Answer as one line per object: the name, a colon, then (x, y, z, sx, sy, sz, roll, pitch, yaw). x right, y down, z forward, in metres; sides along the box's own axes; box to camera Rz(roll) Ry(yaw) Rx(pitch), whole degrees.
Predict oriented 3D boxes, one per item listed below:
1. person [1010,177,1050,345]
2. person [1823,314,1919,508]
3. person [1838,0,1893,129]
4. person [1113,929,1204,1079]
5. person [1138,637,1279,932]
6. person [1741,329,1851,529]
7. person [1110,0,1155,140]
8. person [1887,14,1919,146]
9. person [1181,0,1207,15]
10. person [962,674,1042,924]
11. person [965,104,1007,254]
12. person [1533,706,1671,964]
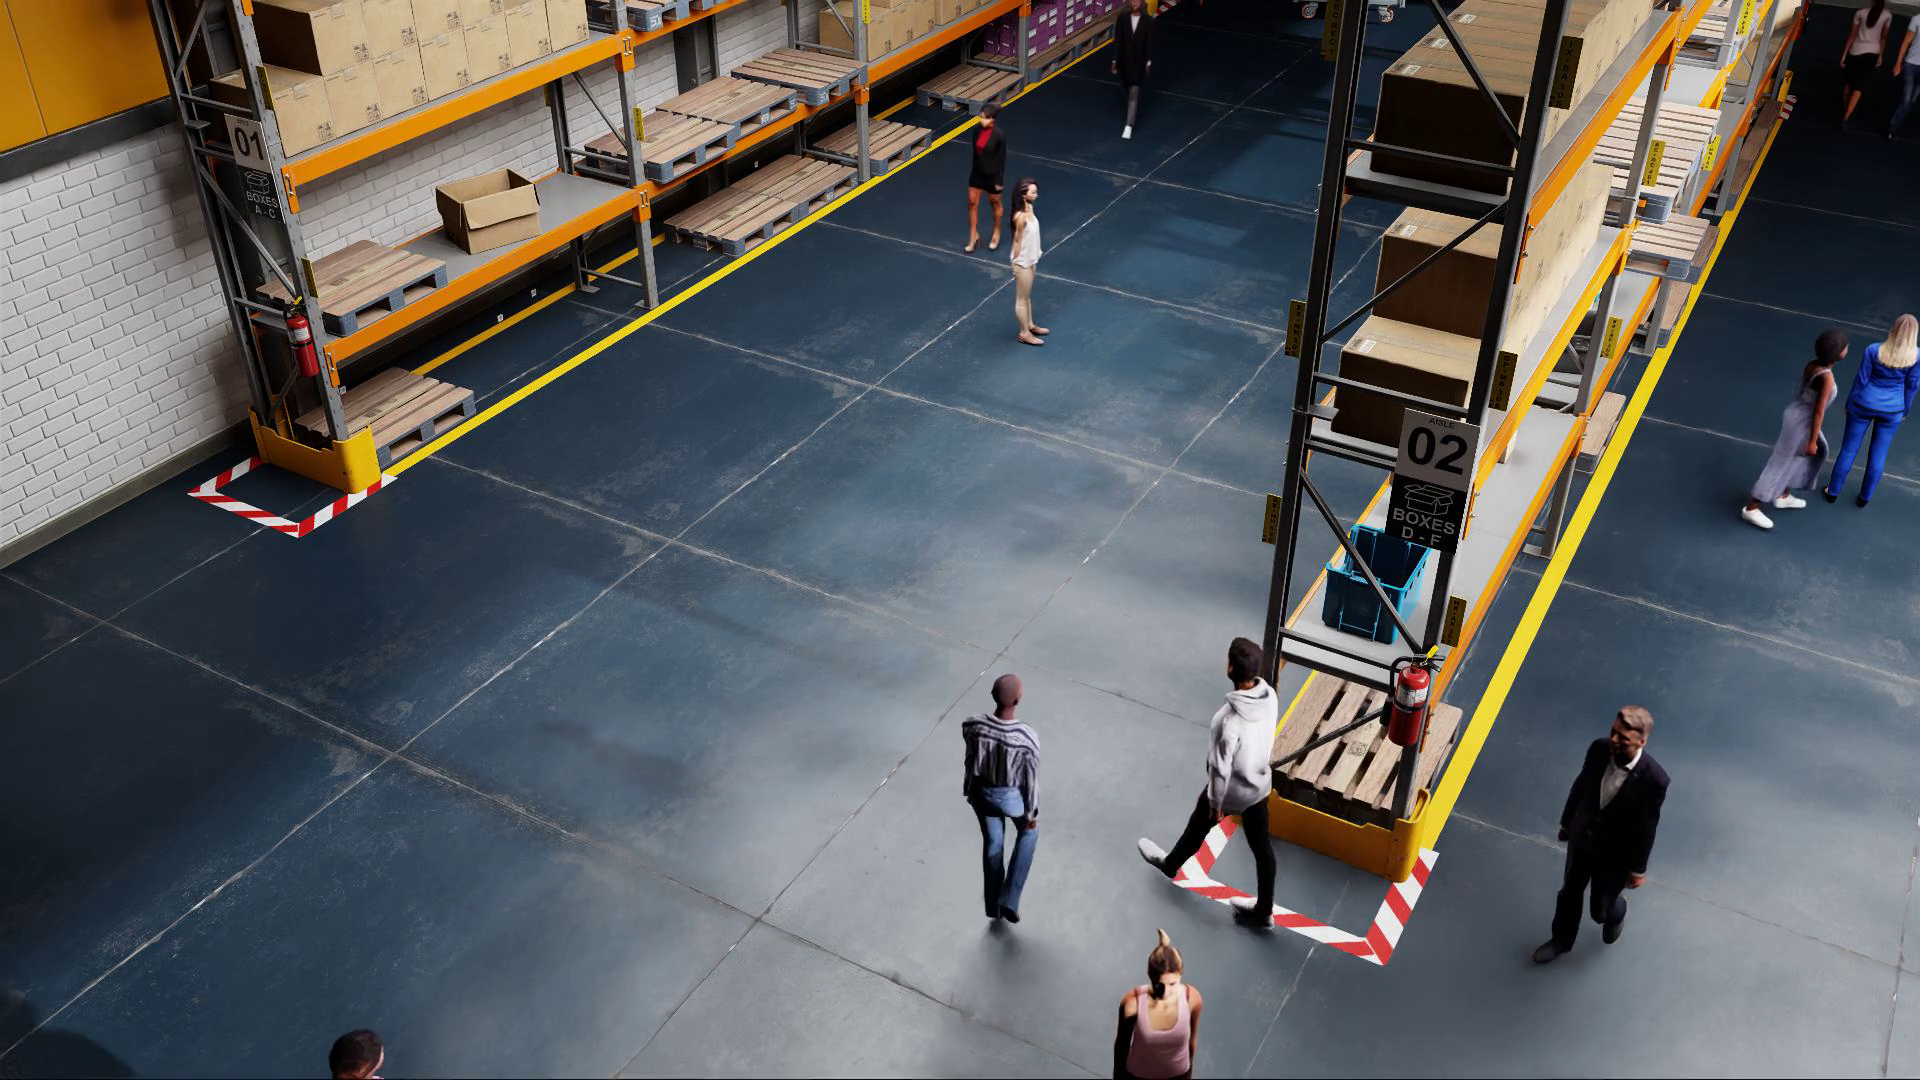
person: (0.601, -2.678, 15.898, 0.679, 1.653, 0.627, -6, 34, -9)
person: (7.383, -1.042, 13.394, 0.647, 1.701, 0.590, 12, 36, 18)
person: (11.339, -6.027, 20.902, 0.785, 1.692, 1.157, 12, 35, 17)
person: (0.938, 2.525, 8.100, 0.889, 1.620, 1.085, 0, 34, -1)
person: (1.684, 1.452, 9.487, 0.946, 1.871, 1.190, 28, 43, 35)
person: (6.614, -0.898, 13.202, 0.808, 1.672, 0.785, 12, 36, 18)
person: (2.168, -5.991, 20.820, 0.851, 1.722, 1.235, 9, 35, 13)
person: (11.767, -5.867, 20.519, 0.793, 1.849, 0.857, 0, 34, 0)
person: (3.475, -8.877, 25.186, 1.068, 1.696, 1.199, -7, 34, -10)
person: (0.207, 1.547, 9.423, 0.694, 1.785, 0.718, 11, 35, 16)
person: (0.333, -3.867, 17.714, 0.589, 1.623, 0.678, 19, 38, 26)
person: (3.645, 1.642, 9.263, 0.983, 1.803, 0.902, -21, 39, -29)
